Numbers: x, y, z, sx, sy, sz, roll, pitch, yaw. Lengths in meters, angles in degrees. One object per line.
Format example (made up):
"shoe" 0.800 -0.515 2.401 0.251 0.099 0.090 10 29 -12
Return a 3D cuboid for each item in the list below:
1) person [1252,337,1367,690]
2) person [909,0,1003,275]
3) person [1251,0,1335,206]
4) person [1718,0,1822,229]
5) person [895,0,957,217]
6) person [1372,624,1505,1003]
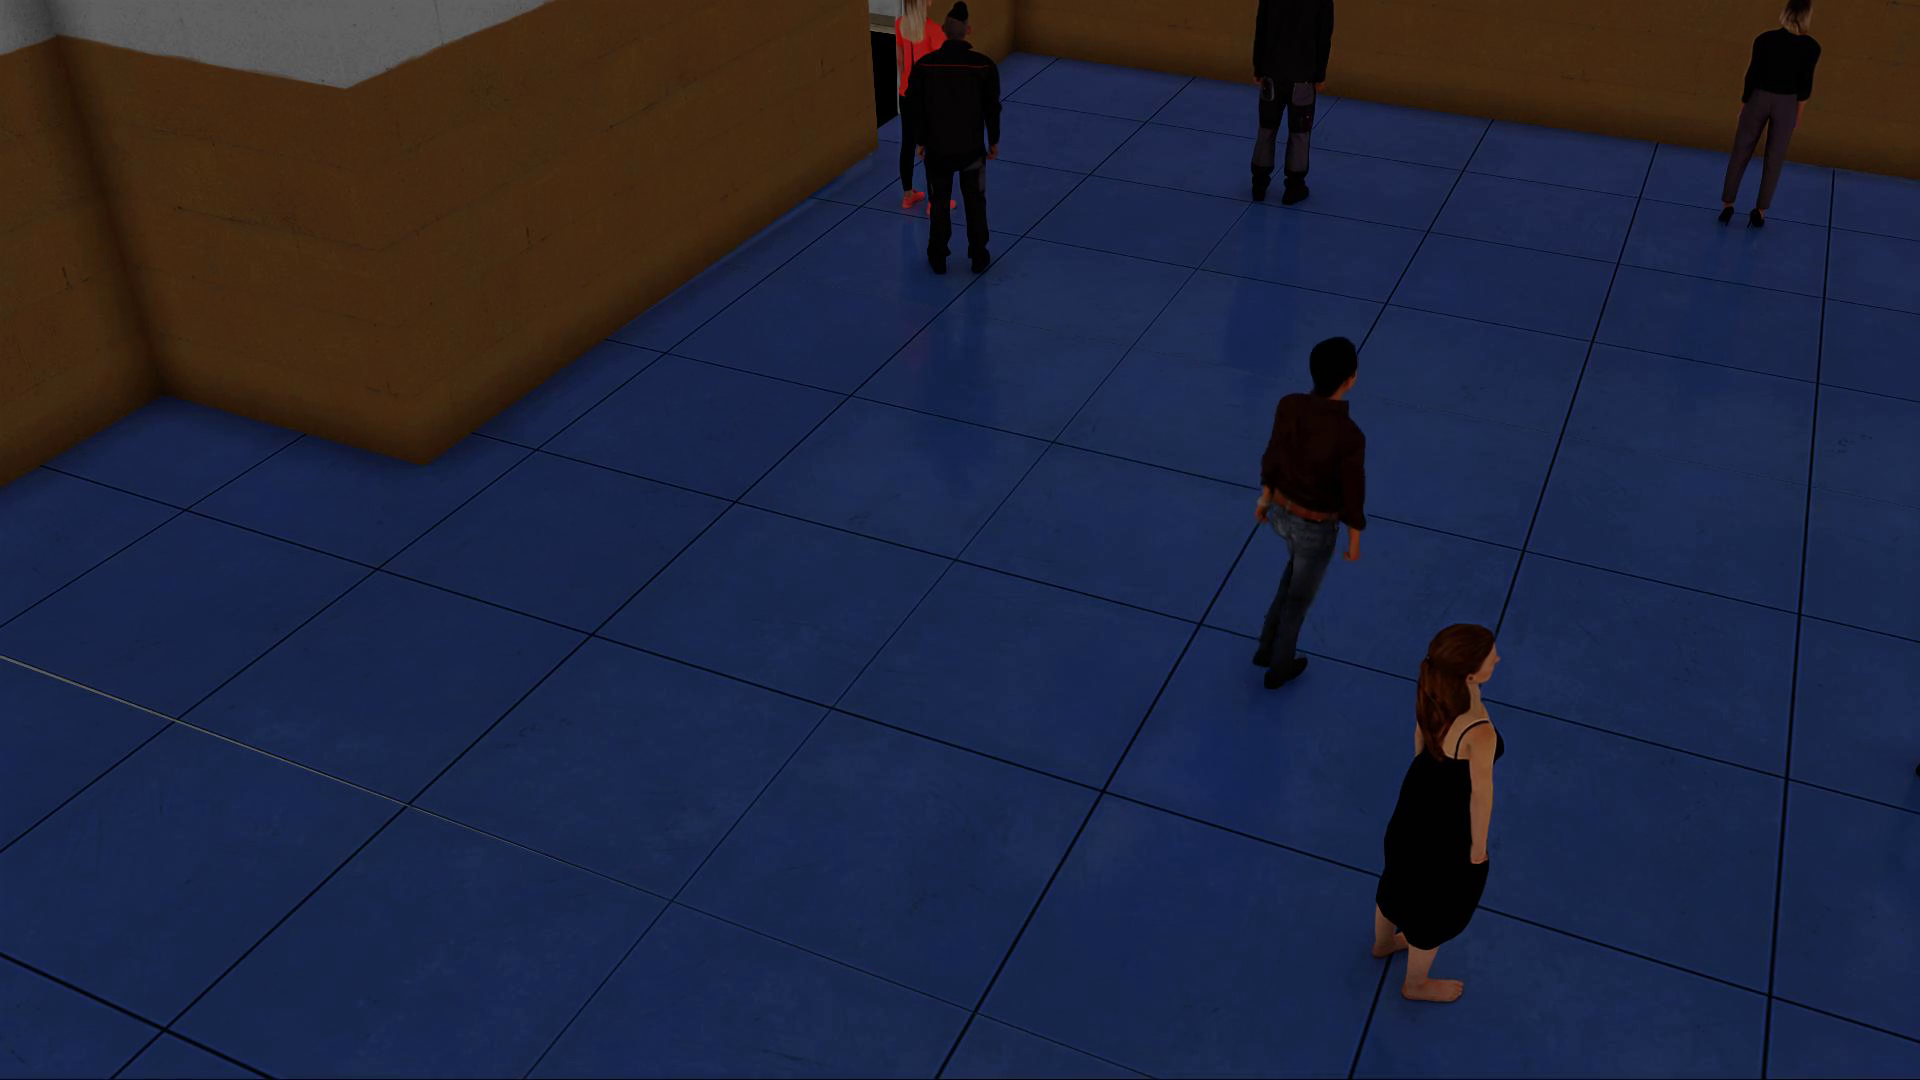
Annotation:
"person" 1.456 -0.054 7.274 0.843 1.773 0.722 -23 40 -31
"person" -0.023 -2.690 11.136 0.733 1.862 0.914 1 34 1
"person" 2.417 -3.443 12.213 0.531 1.945 0.769 12 36 18
"person" 5.764 -3.033 11.845 0.466 1.672 0.659 17 37 23
"person" -0.279 -3.219 12.104 0.542 1.694 0.698 24 40 31
"person" 1.691 0.960 5.884 0.734 1.625 0.678 -10 35 -14
